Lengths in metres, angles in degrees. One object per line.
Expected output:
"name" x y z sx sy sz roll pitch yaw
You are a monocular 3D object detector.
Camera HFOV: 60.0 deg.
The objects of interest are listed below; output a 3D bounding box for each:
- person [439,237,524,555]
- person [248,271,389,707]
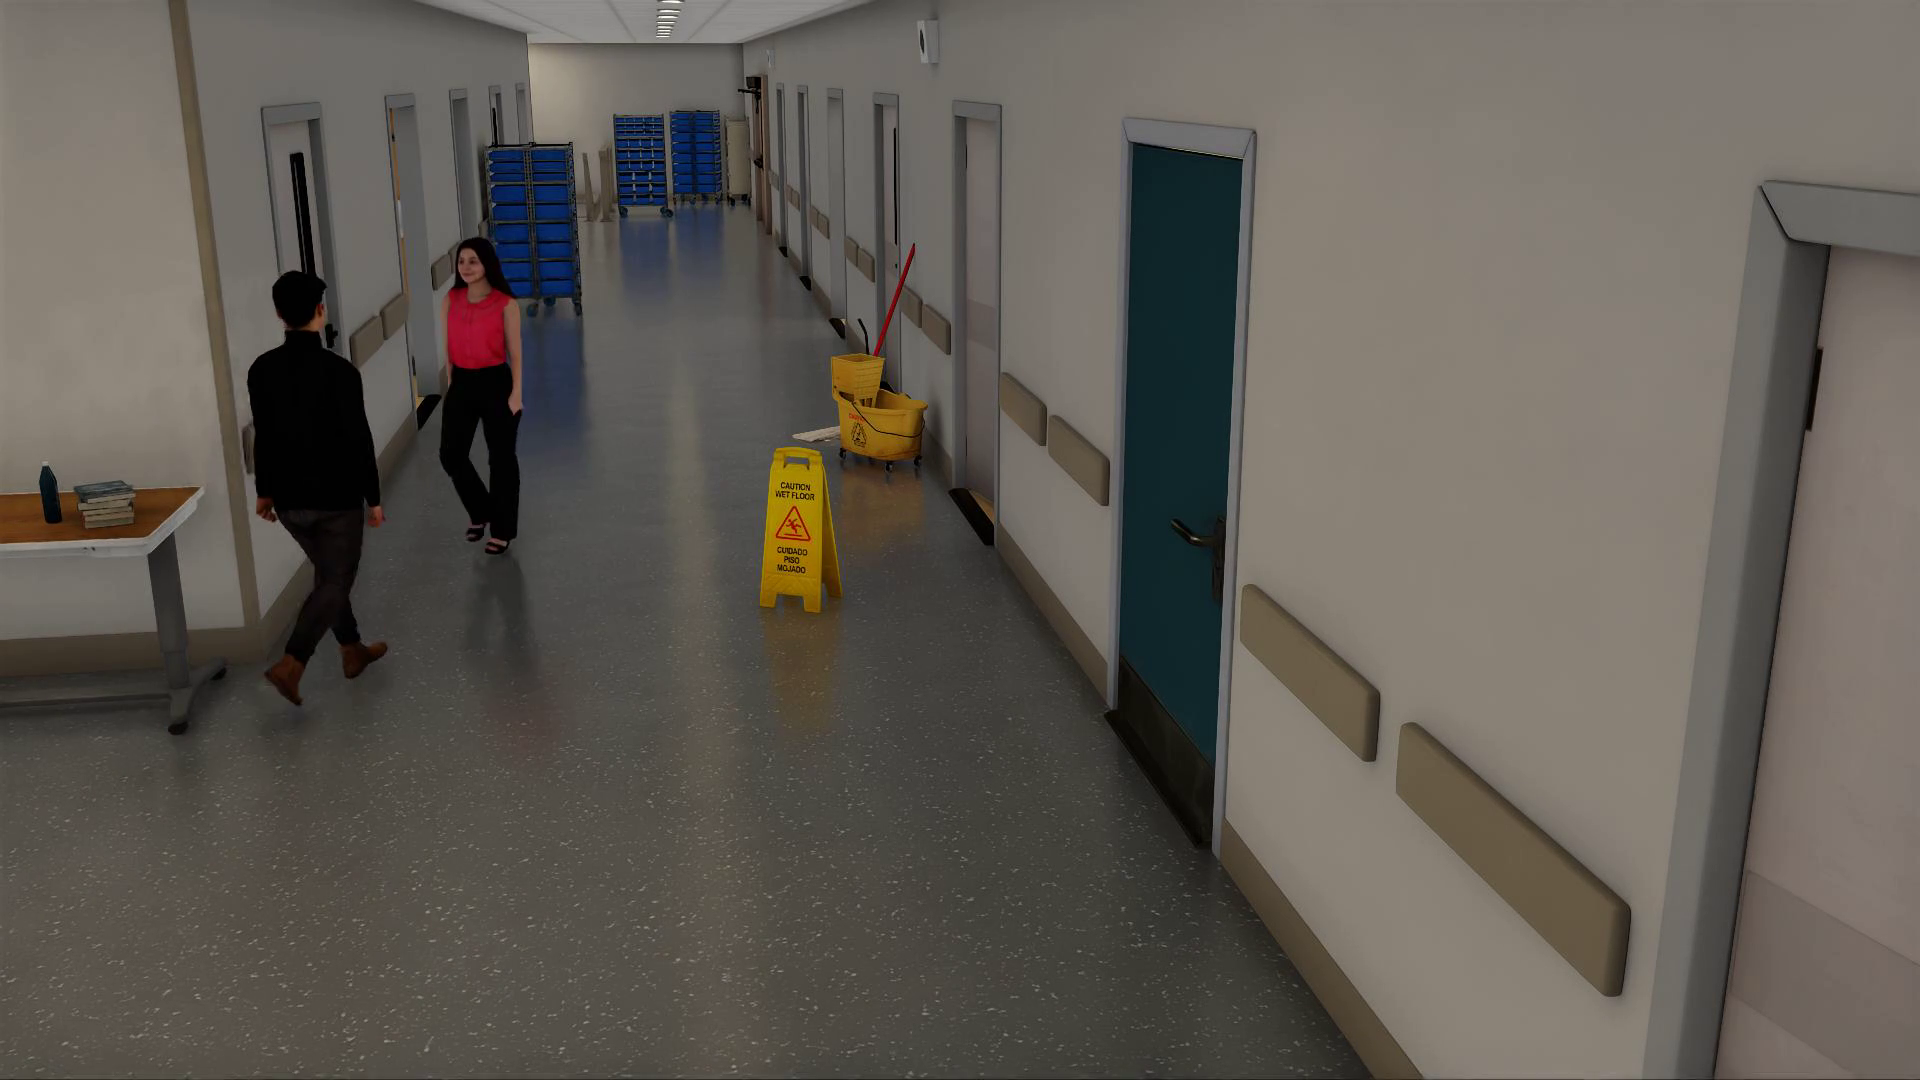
"person" -2.473 -0.757 8.725 0.668 1.653 0.692 2 16 9
"person" -2.582 -0.178 6.585 0.969 1.700 1.153 4 16 16
